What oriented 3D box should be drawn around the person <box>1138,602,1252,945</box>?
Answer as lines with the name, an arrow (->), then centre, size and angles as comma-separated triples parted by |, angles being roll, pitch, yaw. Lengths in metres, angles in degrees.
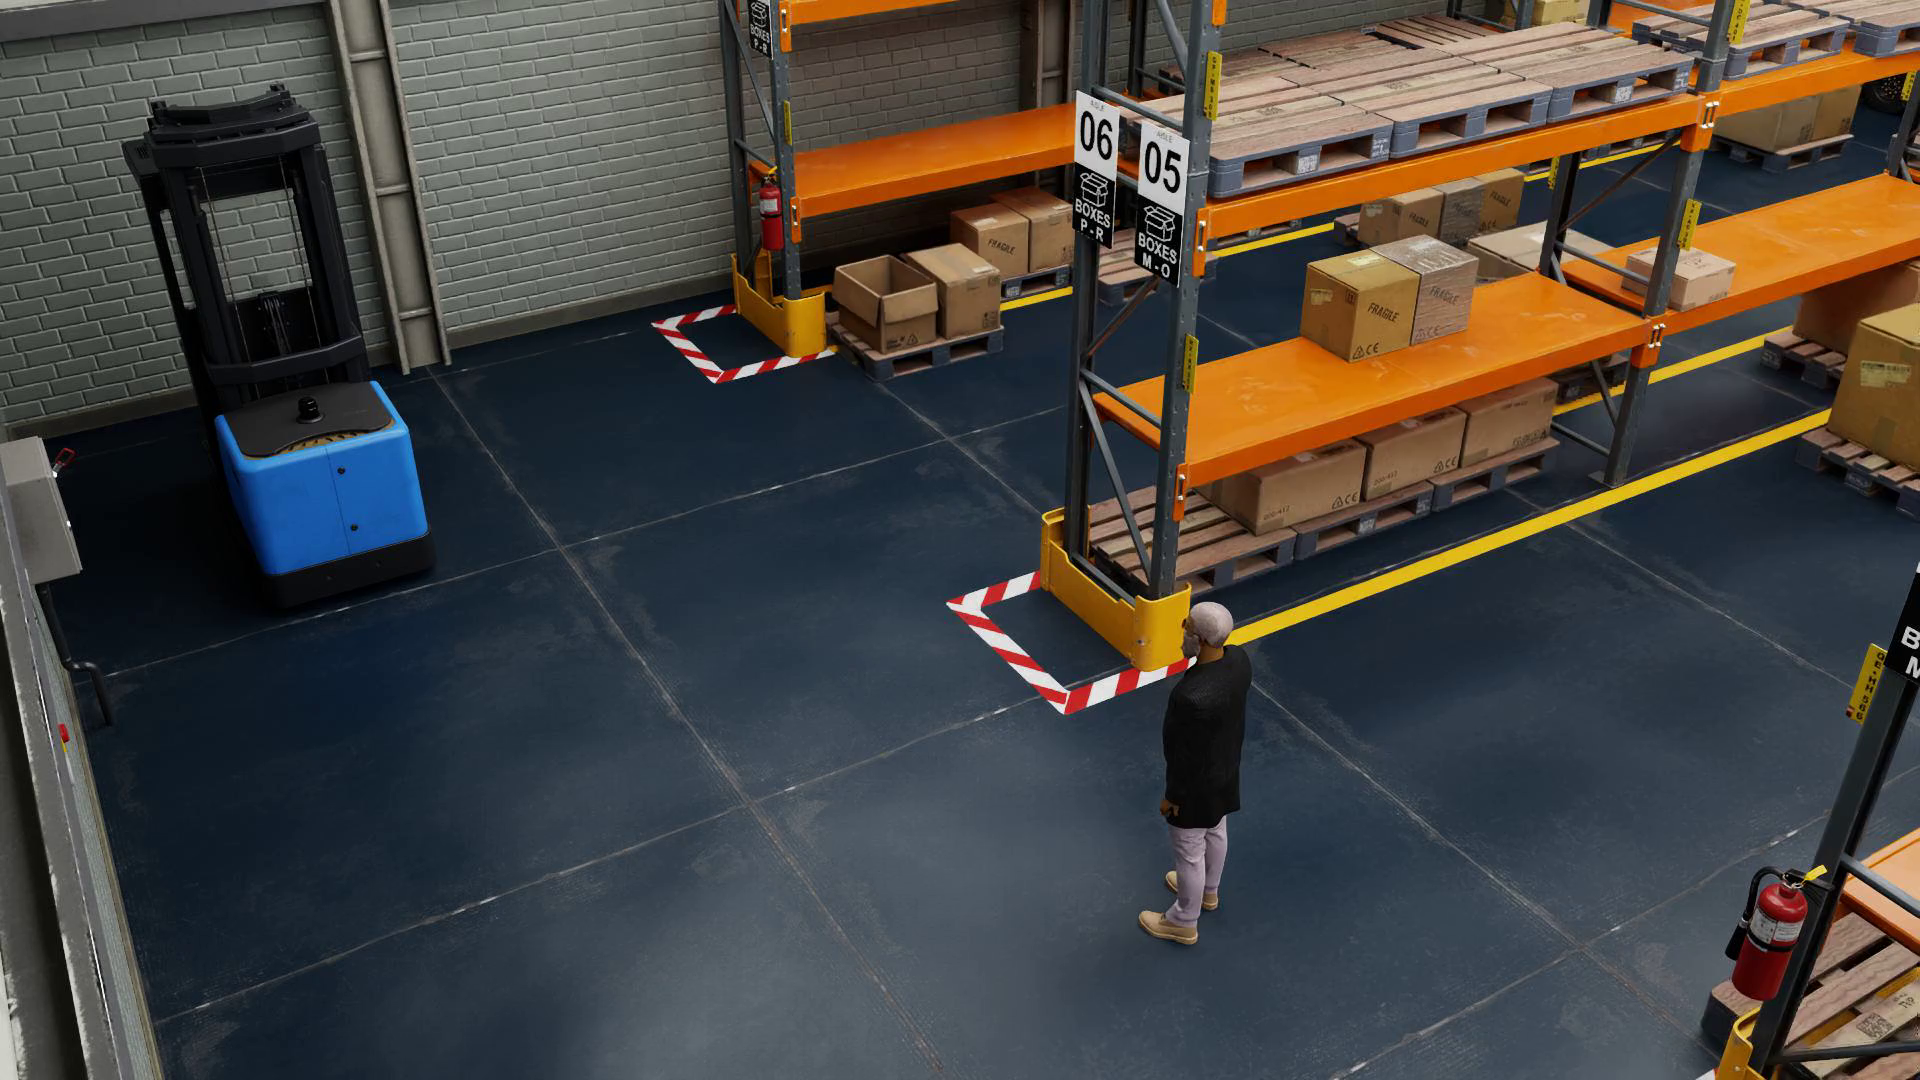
person -> 1.112, 1.075, 7.694 | 0.405, 1.856, 0.530 | 18, 36, 27

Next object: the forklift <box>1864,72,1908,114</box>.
forklift -> 11.468, -5.645, 18.244 | 1.214, 2.155, 2.313 | -17, 36, -26

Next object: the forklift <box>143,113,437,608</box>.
forklift -> -4.289, -1.259, 10.509 | 1.129, 2.768, 1.873 | -17, 36, -26
